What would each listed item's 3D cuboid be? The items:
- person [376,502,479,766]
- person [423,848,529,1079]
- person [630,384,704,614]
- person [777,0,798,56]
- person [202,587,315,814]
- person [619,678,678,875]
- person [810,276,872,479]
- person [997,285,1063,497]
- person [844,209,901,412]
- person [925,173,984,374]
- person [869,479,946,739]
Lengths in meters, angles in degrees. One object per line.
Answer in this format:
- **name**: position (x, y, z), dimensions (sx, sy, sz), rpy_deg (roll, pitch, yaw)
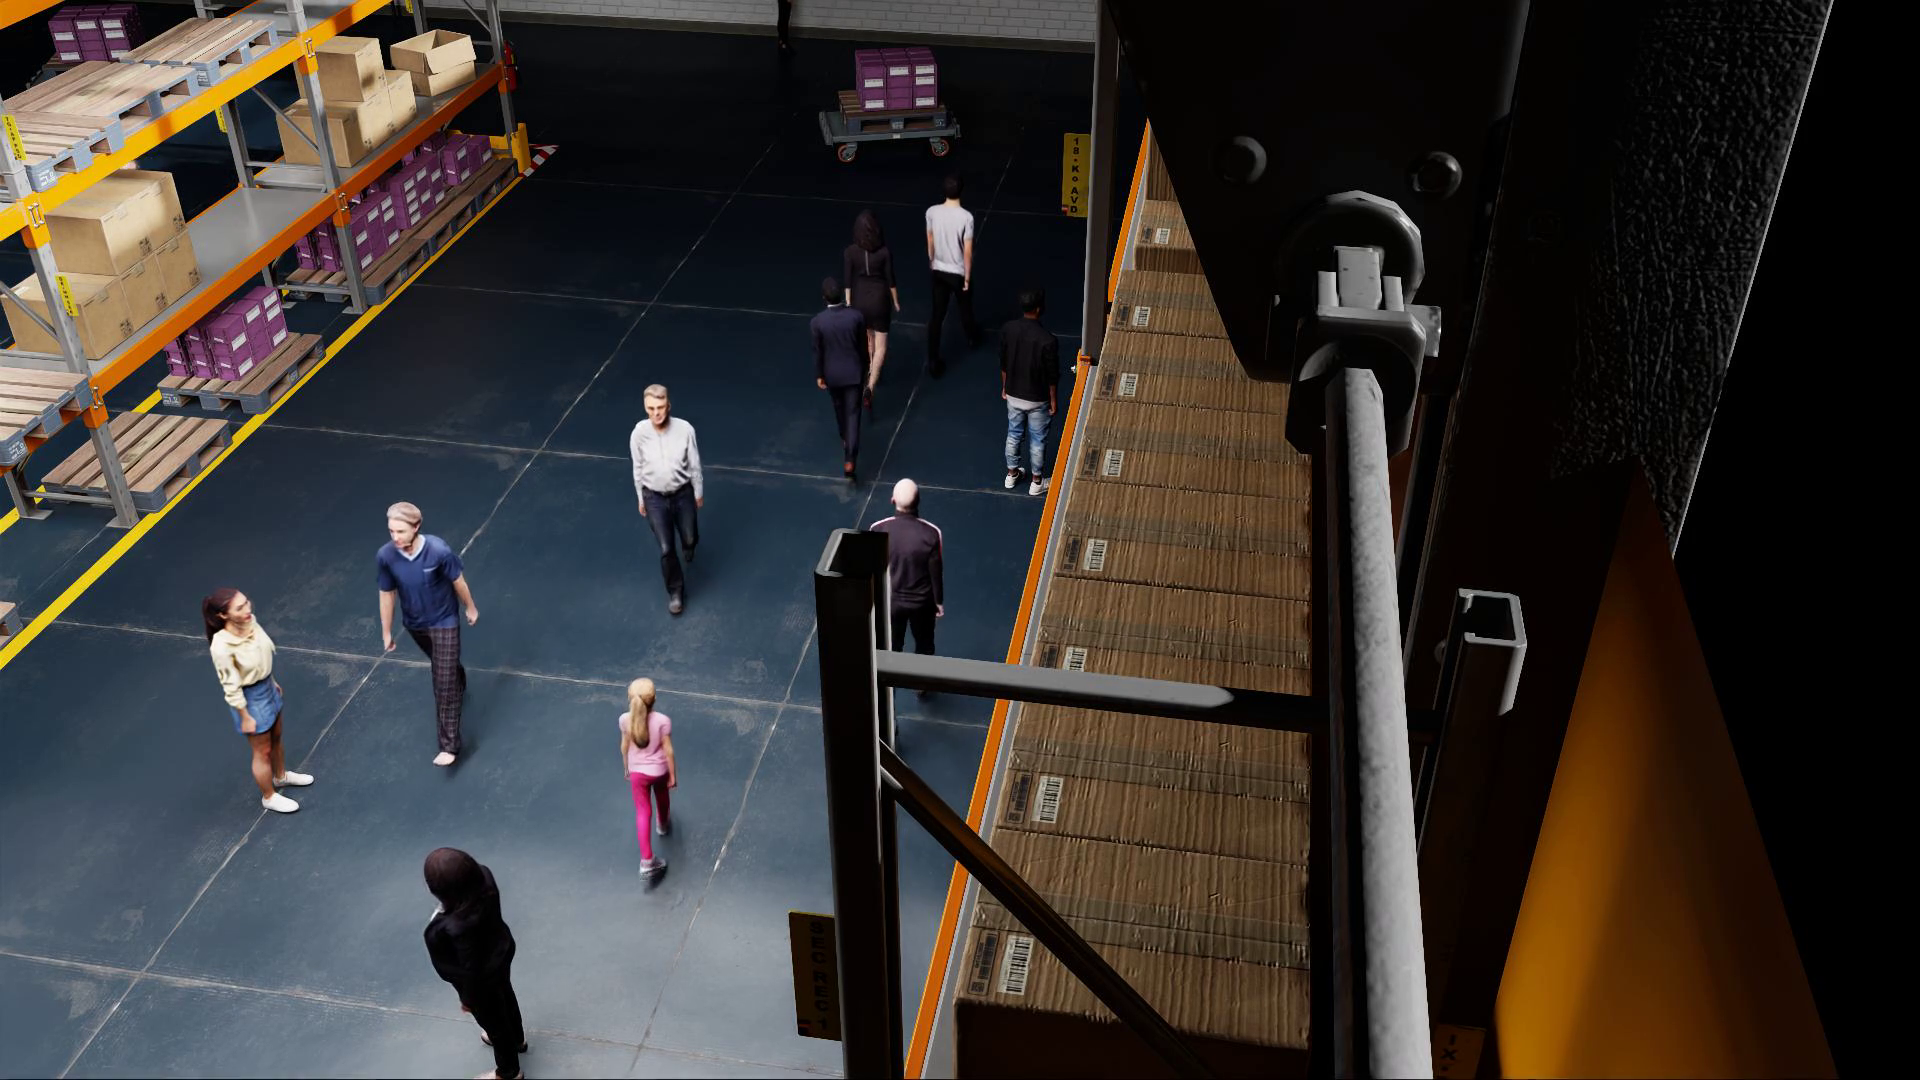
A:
- **person**: position (-3.440, 0.492, 10.931), dimensions (0.759, 1.811, 1.206), rpy_deg (2, 34, 3)
- **person**: position (-2.458, 2.180, 8.571), dimensions (0.762, 1.612, 0.631), rpy_deg (-1, 34, -2)
- **person**: position (-2.134, -0.370, 12.233), dimensions (0.826, 1.804, 1.059), rpy_deg (-3, 34, -5)
- **person**: position (-2.493, -7.687, 23.374), dimensions (0.717, 1.658, 0.583), rpy_deg (-8, 34, -11)
- **person**: position (-4.401, 0.975, 10.365), dimensions (0.721, 1.632, 0.528), rpy_deg (2, 34, 2)
- **person**: position (-1.884, 1.438, 10.024), dimensions (0.608, 1.239, 0.937), rpy_deg (0, 34, -1)
- **person**: position (-0.955, -1.318, 13.765), dimensions (0.838, 1.688, 1.229), rpy_deg (-1, 34, -2)
- **person**: position (0.552, -1.217, 13.502), dimensions (0.779, 1.811, 0.750), rpy_deg (21, 39, 28)
- **person**: position (-0.796, -1.987, 14.697), dimensions (0.648, 1.770, 1.107), rpy_deg (8, 34, 12)
- **person**: position (-0.128, -2.395, 15.268), dimensions (0.837, 1.818, 1.243), rpy_deg (12, 36, 18)
- **person**: position (-0.362, 0.483, 10.948), dimensions (0.763, 1.806, 1.156), rpy_deg (2, 34, 3)
